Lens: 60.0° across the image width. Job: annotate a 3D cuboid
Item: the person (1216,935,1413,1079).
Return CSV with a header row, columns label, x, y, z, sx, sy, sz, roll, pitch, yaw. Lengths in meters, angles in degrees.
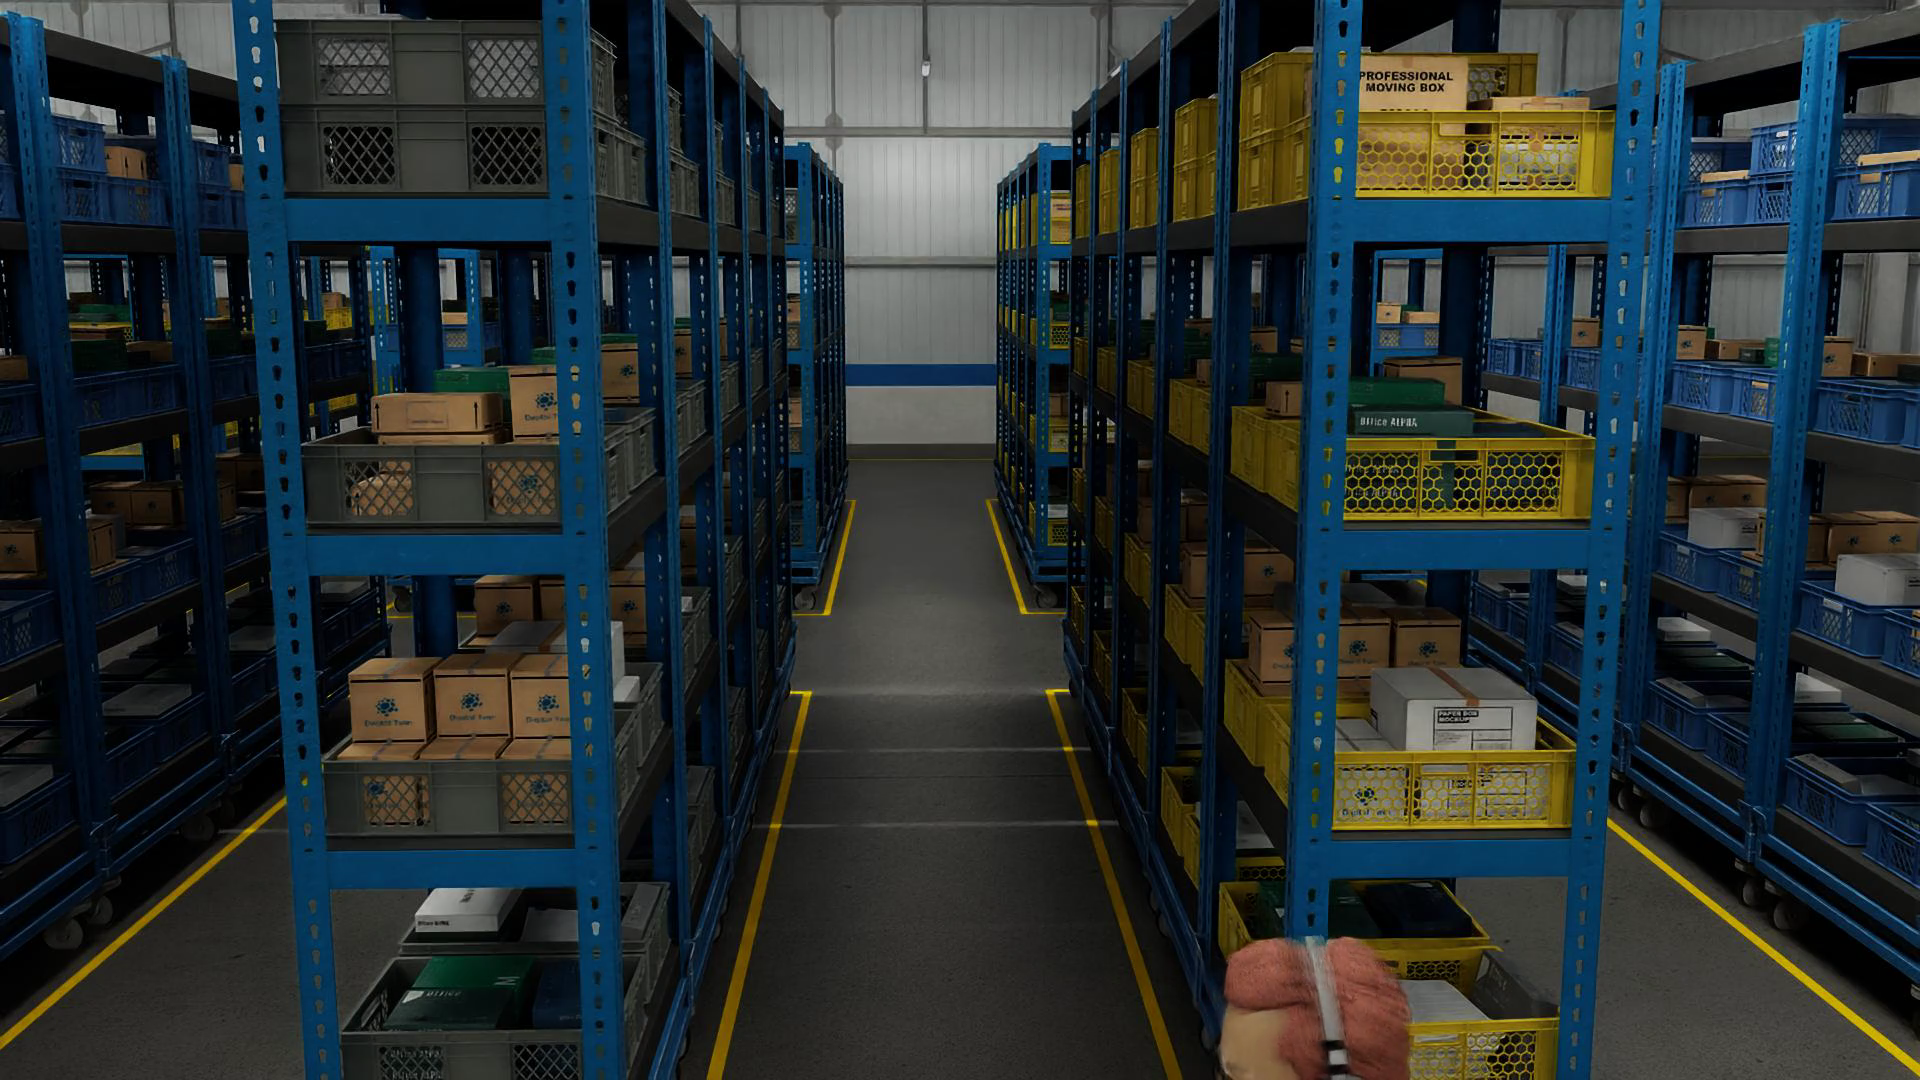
label,x,y,z,sx,sy,sz,roll,pitch,yaw
person,0.432,1.404,2.099,0.403,1.906,0.638,1,9,5
